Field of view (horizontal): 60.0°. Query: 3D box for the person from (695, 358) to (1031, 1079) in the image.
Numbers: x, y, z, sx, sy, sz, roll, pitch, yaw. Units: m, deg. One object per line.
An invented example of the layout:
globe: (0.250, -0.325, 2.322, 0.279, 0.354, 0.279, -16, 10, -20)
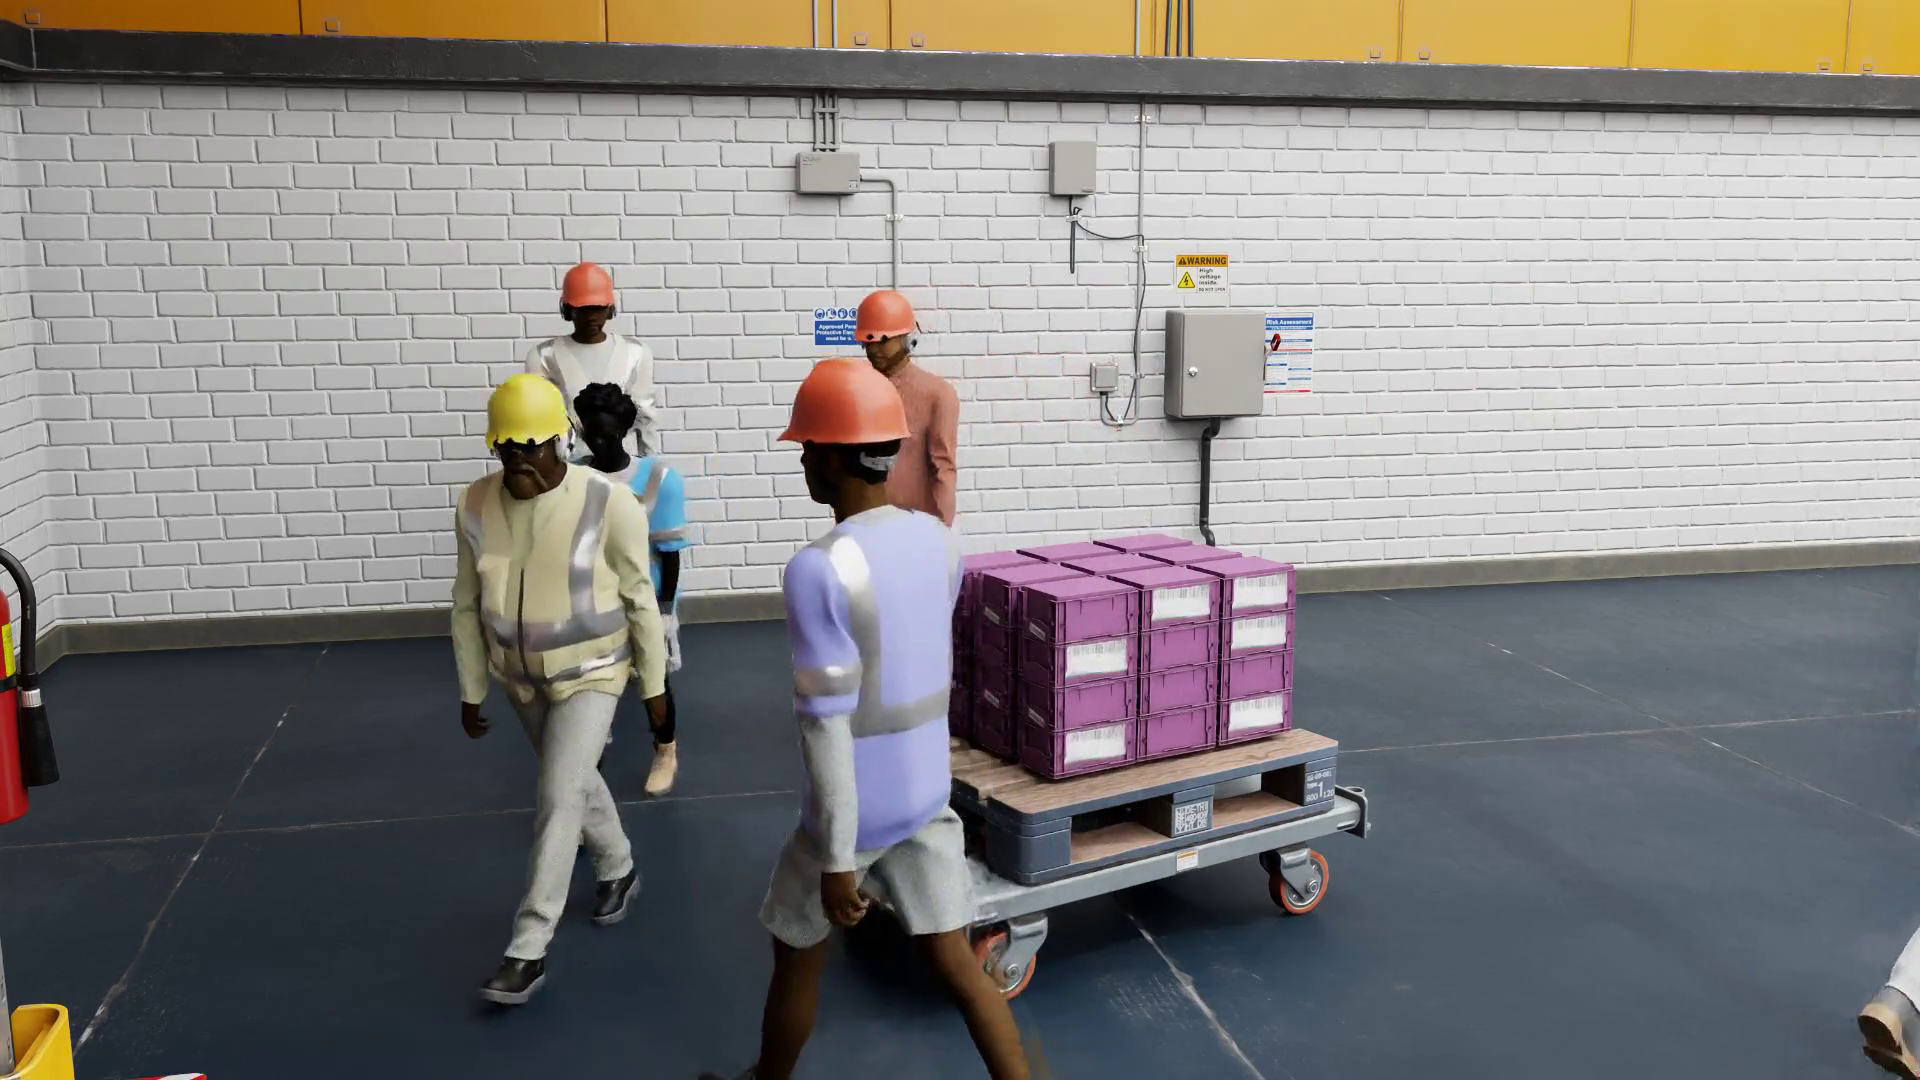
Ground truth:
person: (-0.182, 0.546, 3.657, 1.030, 1.893, 0.559, 8, 13, 37)

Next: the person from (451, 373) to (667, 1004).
person: (-1.180, 0.383, 4.892, 0.606, 1.769, 0.912, 3, 11, 18)

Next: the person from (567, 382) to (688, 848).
person: (-1.243, 0.229, 6.076, 0.538, 1.643, 0.888, 0, 10, 2)

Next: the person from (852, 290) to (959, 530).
person: (-0.259, -0.092, 7.065, 0.623, 1.931, 1.068, 5, 11, 27)

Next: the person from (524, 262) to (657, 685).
person: (-1.731, -0.293, 7.908, 0.610, 2.030, 0.409, -4, 11, -22)

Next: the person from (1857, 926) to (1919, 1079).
person: (2.551, 0.500, 3.941, 0.561, 1.866, 0.582, -4, 11, -21)
